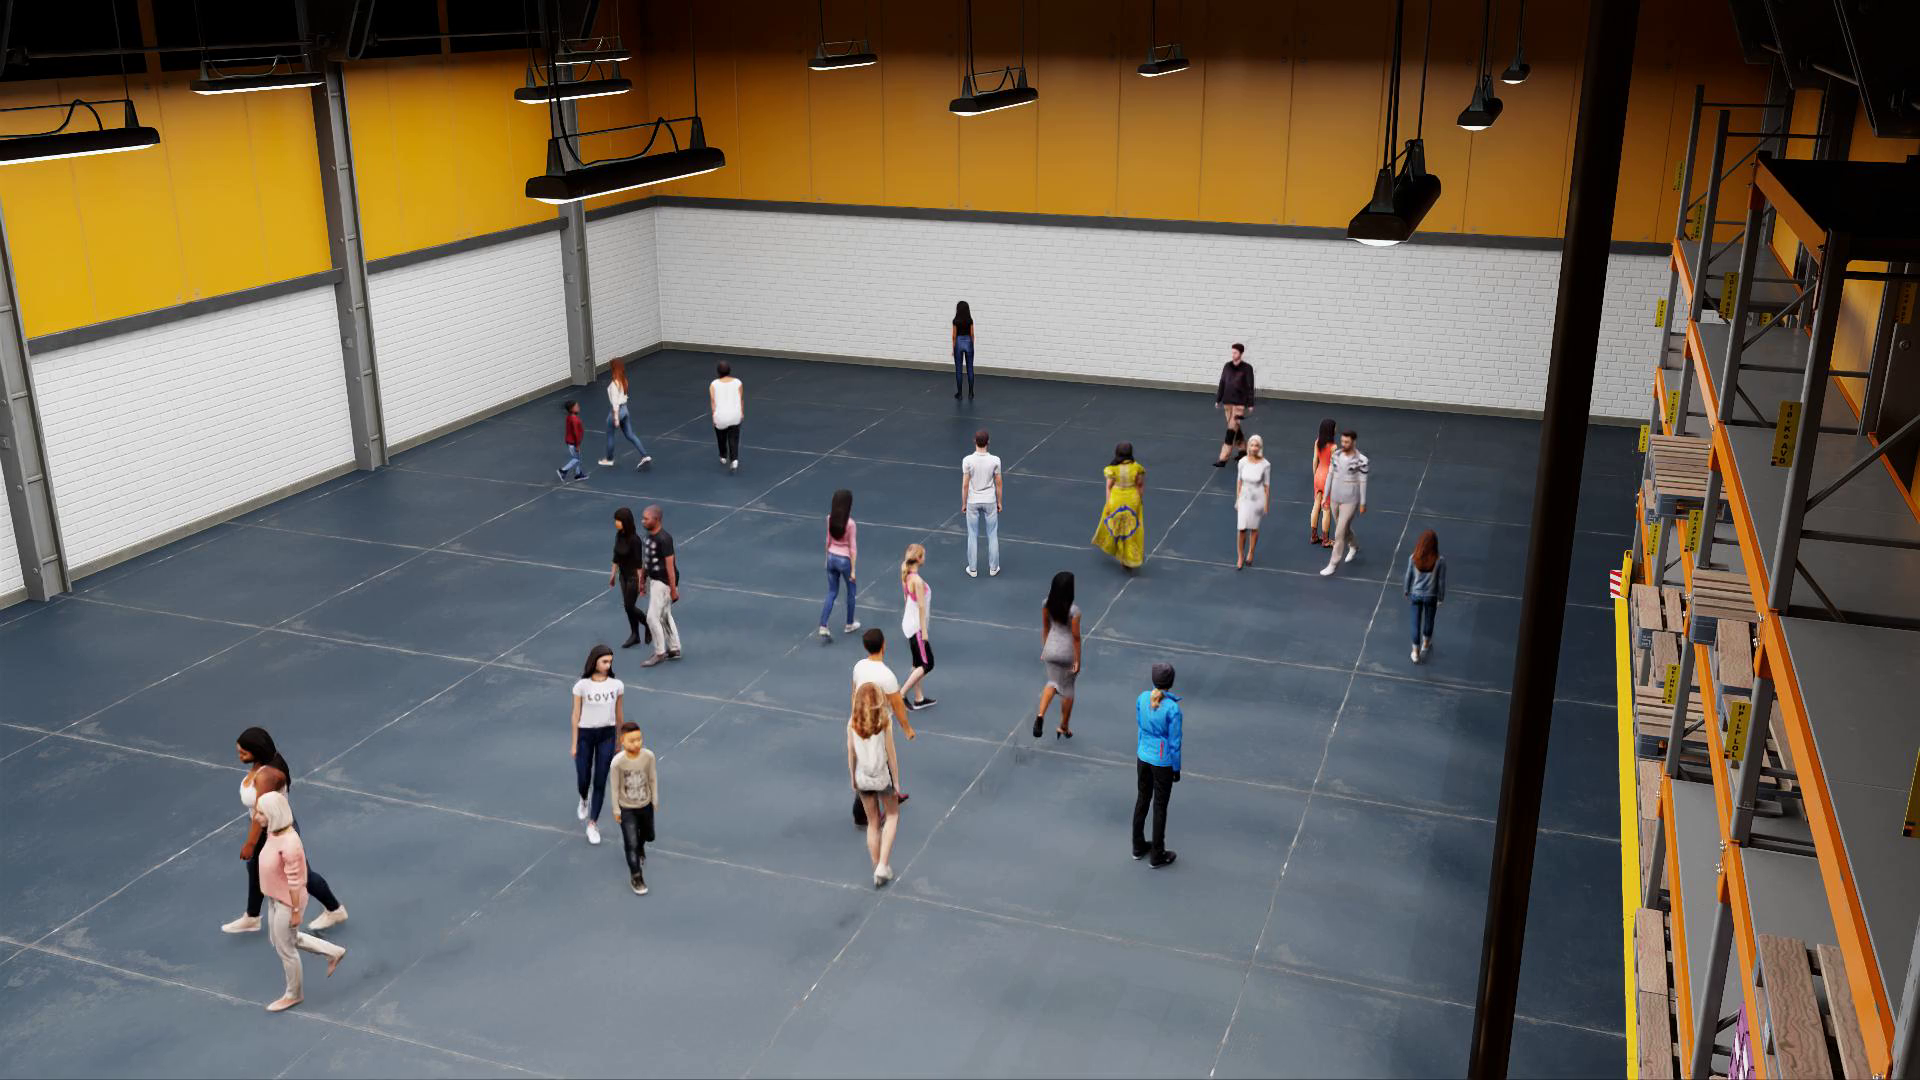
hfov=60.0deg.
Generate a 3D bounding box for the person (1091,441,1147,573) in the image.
[{"bbox_3d":[2.068,-0.390,20.873,1.073,1.615,1.325,-1,19,-2],"label":"person"}]

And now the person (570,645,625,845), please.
[{"bbox_3d":[-3.160,1.724,14.377,0.883,1.755,0.950,-5,19,-15],"label":"person"}]

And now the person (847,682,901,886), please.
[{"bbox_3d":[-0.724,2.031,13.489,0.645,1.740,0.690,6,19,17],"label":"person"}]

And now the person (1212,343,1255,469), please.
[{"bbox_3d":[4.251,-2.051,25.405,1.033,1.872,1.336,16,24,39],"label":"person"}]

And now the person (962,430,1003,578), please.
[{"bbox_3d":[0.268,-0.457,20.704,0.730,1.850,0.698,-2,19,-5],"label":"person"}]

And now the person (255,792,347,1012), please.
[{"bbox_3d":[-4.759,2.558,11.971,0.957,1.711,0.847,-14,23,-35],"label":"person"}]

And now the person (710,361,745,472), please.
[{"bbox_3d":[-3.520,-1.858,25.170,1.019,1.656,1.199,-4,19,-12],"label":"person"}]

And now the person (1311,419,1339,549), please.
[{"bbox_3d":[4.790,-0.754,21.791,0.705,1.719,0.669,-12,22,-31],"label":"person"}]

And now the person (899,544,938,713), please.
[{"bbox_3d":[-0.498,0.912,16.748,0.939,1.780,0.881,-8,20,-22],"label":"person"}]

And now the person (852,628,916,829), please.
[{"bbox_3d":[-0.828,1.672,14.504,1.050,1.772,0.954,-12,22,-33],"label":"person"}]

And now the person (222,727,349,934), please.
[{"bbox_3d":[-5.158,2.253,12.799,1.178,1.760,1.087,-9,20,-24],"label":"person"}]

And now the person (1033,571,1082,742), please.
[{"bbox_3d":[0.922,1.165,16.016,0.703,1.769,0.886,12,22,32],"label":"person"}]

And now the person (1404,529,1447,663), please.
[{"bbox_3d":[5.036,0.629,18.090,0.592,1.460,0.793,6,19,16],"label":"person"}]

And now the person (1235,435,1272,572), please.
[{"bbox_3d":[3.697,-0.503,21.030,0.628,1.729,0.811,5,19,14],"label":"person"}]

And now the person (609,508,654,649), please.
[{"bbox_3d":[-3.595,0.401,18.501,0.700,1.629,0.758,17,25,42],"label":"person"}]

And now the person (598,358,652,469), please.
[{"bbox_3d":[-5.077,-1.886,25.192,0.637,1.693,1.046,7,20,20],"label":"person"}]

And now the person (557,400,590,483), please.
[{"bbox_3d":[-5.771,-1.448,24.603,0.805,1.240,0.732,-9,21,-26],"label":"person"}]

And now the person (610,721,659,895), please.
[{"bbox_3d":[-2.688,2.141,13.619,0.824,1.449,0.866,-10,21,-28],"label":"person"}]

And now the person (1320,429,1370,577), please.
[{"bbox_3d":[4.886,-0.517,20.914,1.326,1.829,1.096,-15,24,-38],"label":"person"}]

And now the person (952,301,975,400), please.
[{"bbox_3d":[0.064,-3.381,29.563,0.659,1.738,0.681,-3,19,-9],"label":"person"}]

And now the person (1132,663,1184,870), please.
[{"bbox_3d":[1.634,1.866,13.890,0.692,1.796,0.692,-16,25,-40],"label":"person"}]

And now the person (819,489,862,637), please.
[{"bbox_3d":[-1.392,0.285,18.704,0.709,1.721,0.966,10,21,28],"label":"person"}]

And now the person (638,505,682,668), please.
[{"bbox_3d":[-3.153,0.474,18.037,0.952,1.788,0.888,-13,22,-33],"label":"person"}]
